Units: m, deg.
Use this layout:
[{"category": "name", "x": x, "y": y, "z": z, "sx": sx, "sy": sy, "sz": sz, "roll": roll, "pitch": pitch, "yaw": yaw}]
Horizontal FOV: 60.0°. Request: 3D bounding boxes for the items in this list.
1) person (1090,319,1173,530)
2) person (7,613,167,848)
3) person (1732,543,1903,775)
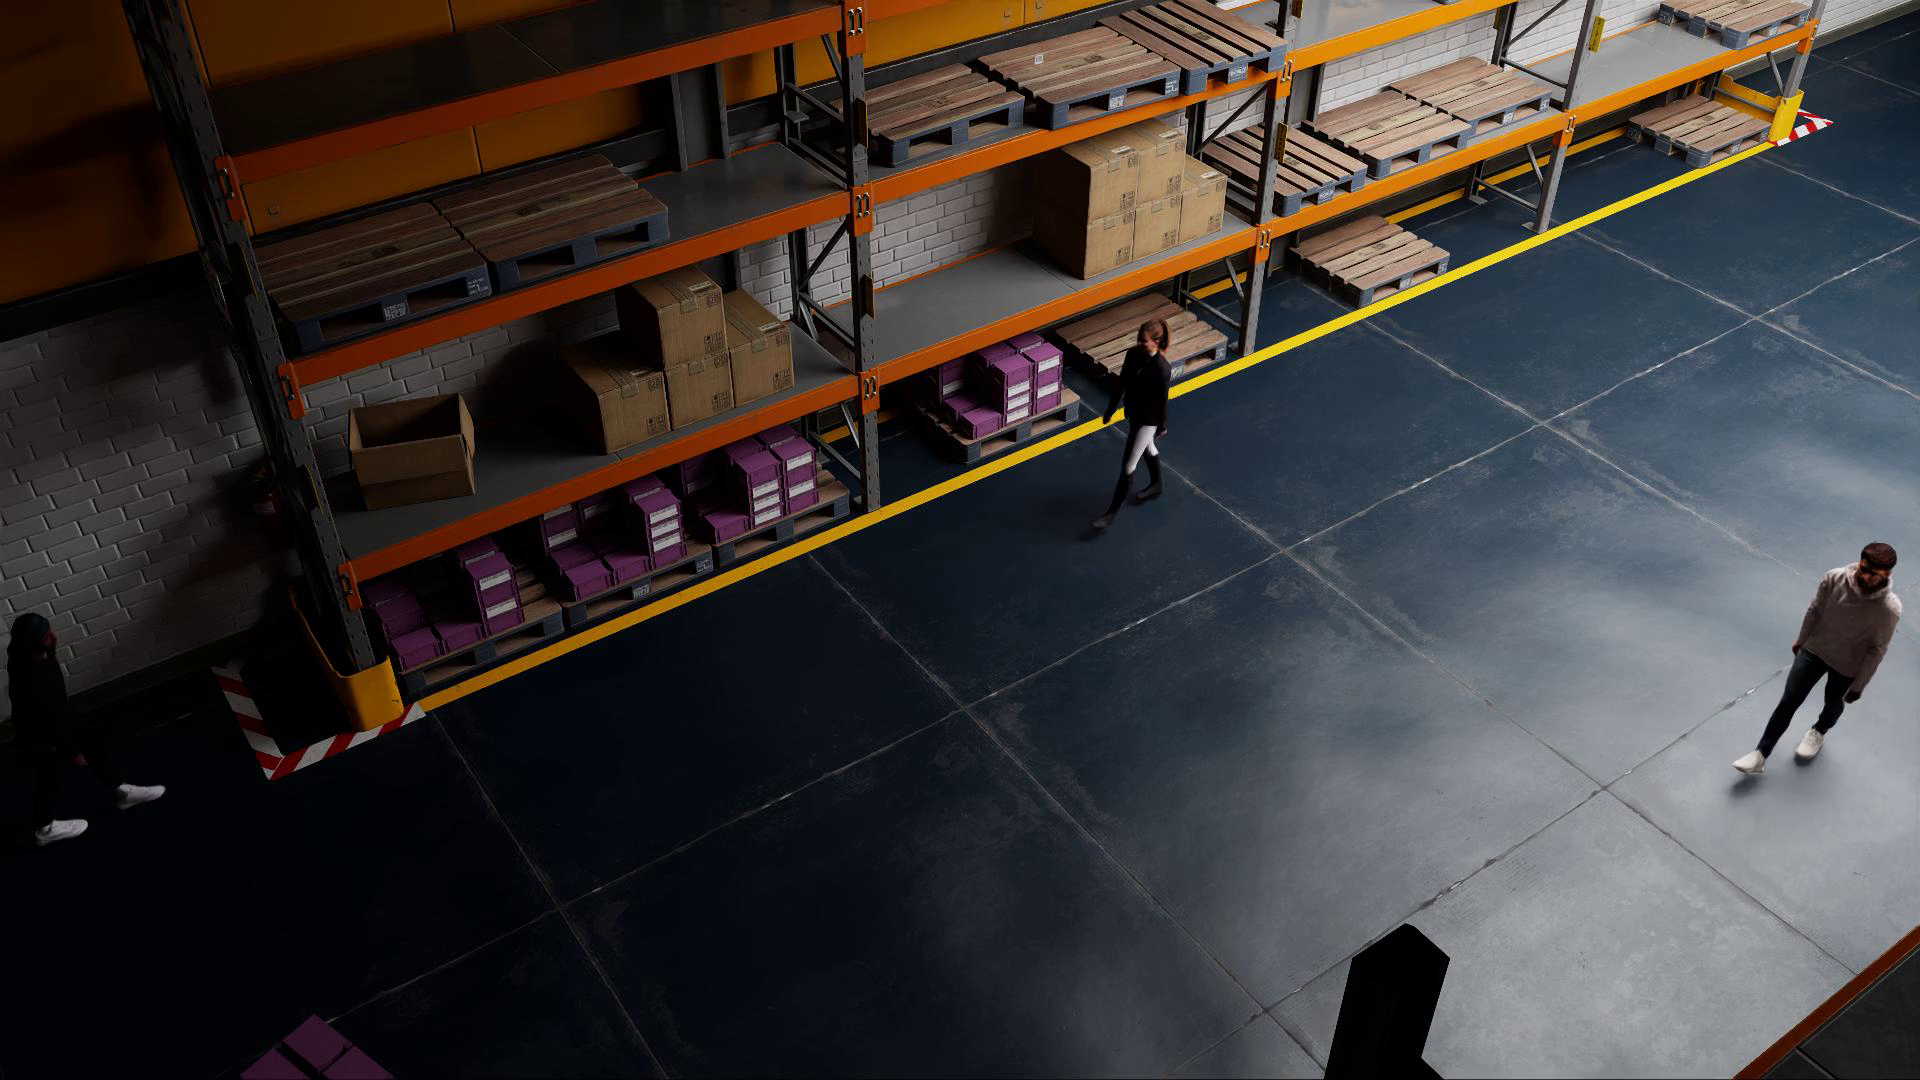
[{"category": "person", "x": 1.460, "y": -0.937, "z": 12.693, "sx": 1.055, "sy": 1.689, "sz": 0.570, "roll": -23, "pitch": 44, "yaw": -26}, {"category": "person", "x": -5.573, "y": 1.158, "z": 10.017, "sx": 1.108, "sy": 1.755, "sz": 0.856, "roll": -16, "pitch": 41, "yaw": -19}, {"category": "person", "x": 5.601, "y": 0.709, "z": 10.531, "sx": 1.144, "sy": 1.815, "sz": 0.756, "roll": -27, "pitch": 46, "yaw": -30}]
